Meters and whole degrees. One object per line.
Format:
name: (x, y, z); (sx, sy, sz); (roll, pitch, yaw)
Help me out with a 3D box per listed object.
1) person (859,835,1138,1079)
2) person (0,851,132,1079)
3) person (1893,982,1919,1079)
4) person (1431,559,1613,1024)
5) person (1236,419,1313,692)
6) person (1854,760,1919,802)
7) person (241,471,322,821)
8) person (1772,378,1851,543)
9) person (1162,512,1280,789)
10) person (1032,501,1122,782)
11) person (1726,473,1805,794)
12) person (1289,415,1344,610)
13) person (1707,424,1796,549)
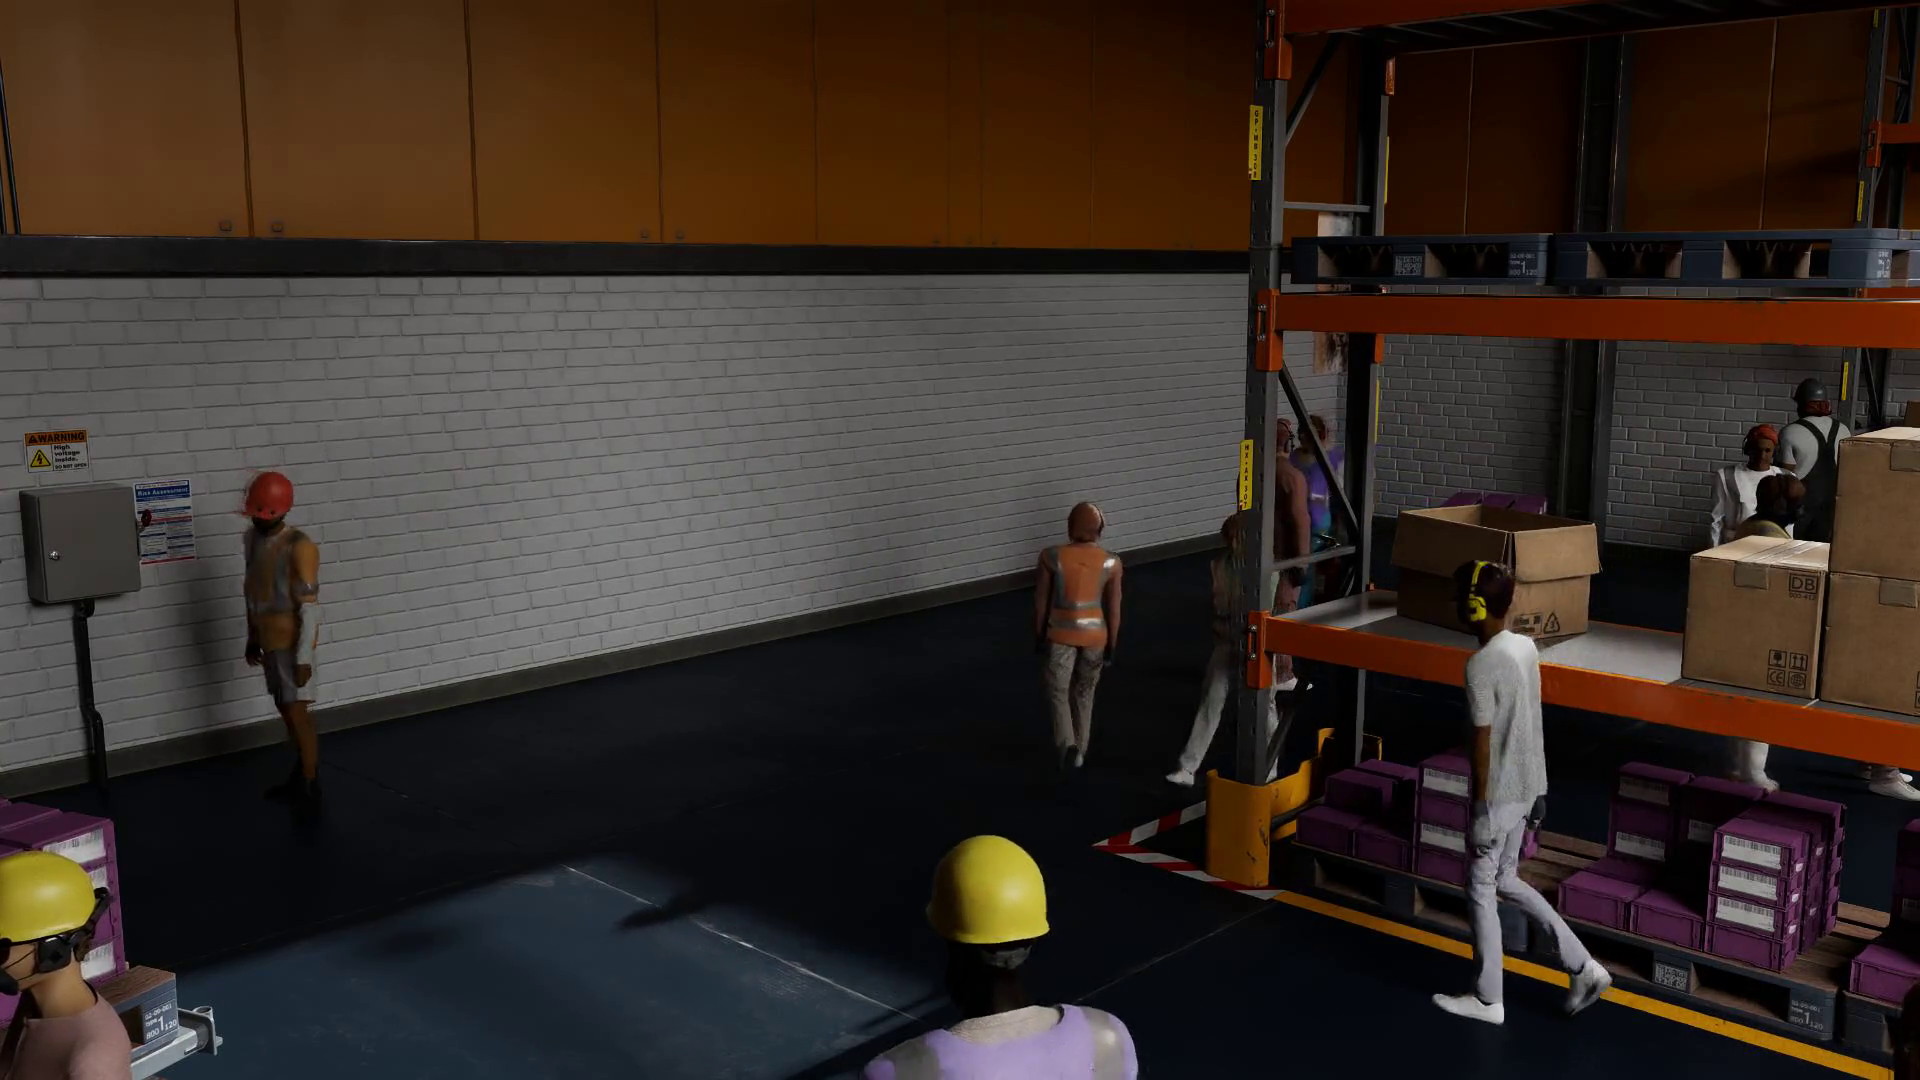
person: (0.052, 1.497, 3.249); (0.601, 1.880, 0.974); (-5, 11, -28)
person: (-1.879, 1.507, 3.516); (0.315, 1.769, 0.525); (-9, 13, -43)
person: (1.939, 1.638, 3.187); (0.521, 1.616, 0.372); (-2, 10, -13)
person: (2.165, 1.003, 6.412); (0.624, 1.841, 0.529); (8, 12, 40)
person: (2.228, 0.107, 11.659); (0.409, 1.909, 0.651); (-6, 11, -32)
person: (5.292, 0.486, 9.328); (0.409, 1.913, 0.645); (3, 10, 16)
person: (-3.649, 0.553, 8.990); (0.618, 1.890, 0.479); (7, 11, 36)
person: (7.109, -0.353, 14.080); (0.683, 2.000, 0.538); (-2, 10, -14)
person: (1.520, 0.646, 9.325); (0.828, 1.596, 0.506); (-8, 12, -42)
person: (0.681, 0.591, 9.583); (0.519, 1.614, 0.656); (0, 9, -3)
person: (4.447, 0.545, 9.181); (0.429, 1.843, 0.630); (3, 10, 16)
person: (2.827, -0.117, 13.398); (0.984, 1.809, 0.579); (-8, 12, -41)
person: (5.509, 0.128, 11.598); (0.573, 1.887, 0.355); (1, 9, 6)
